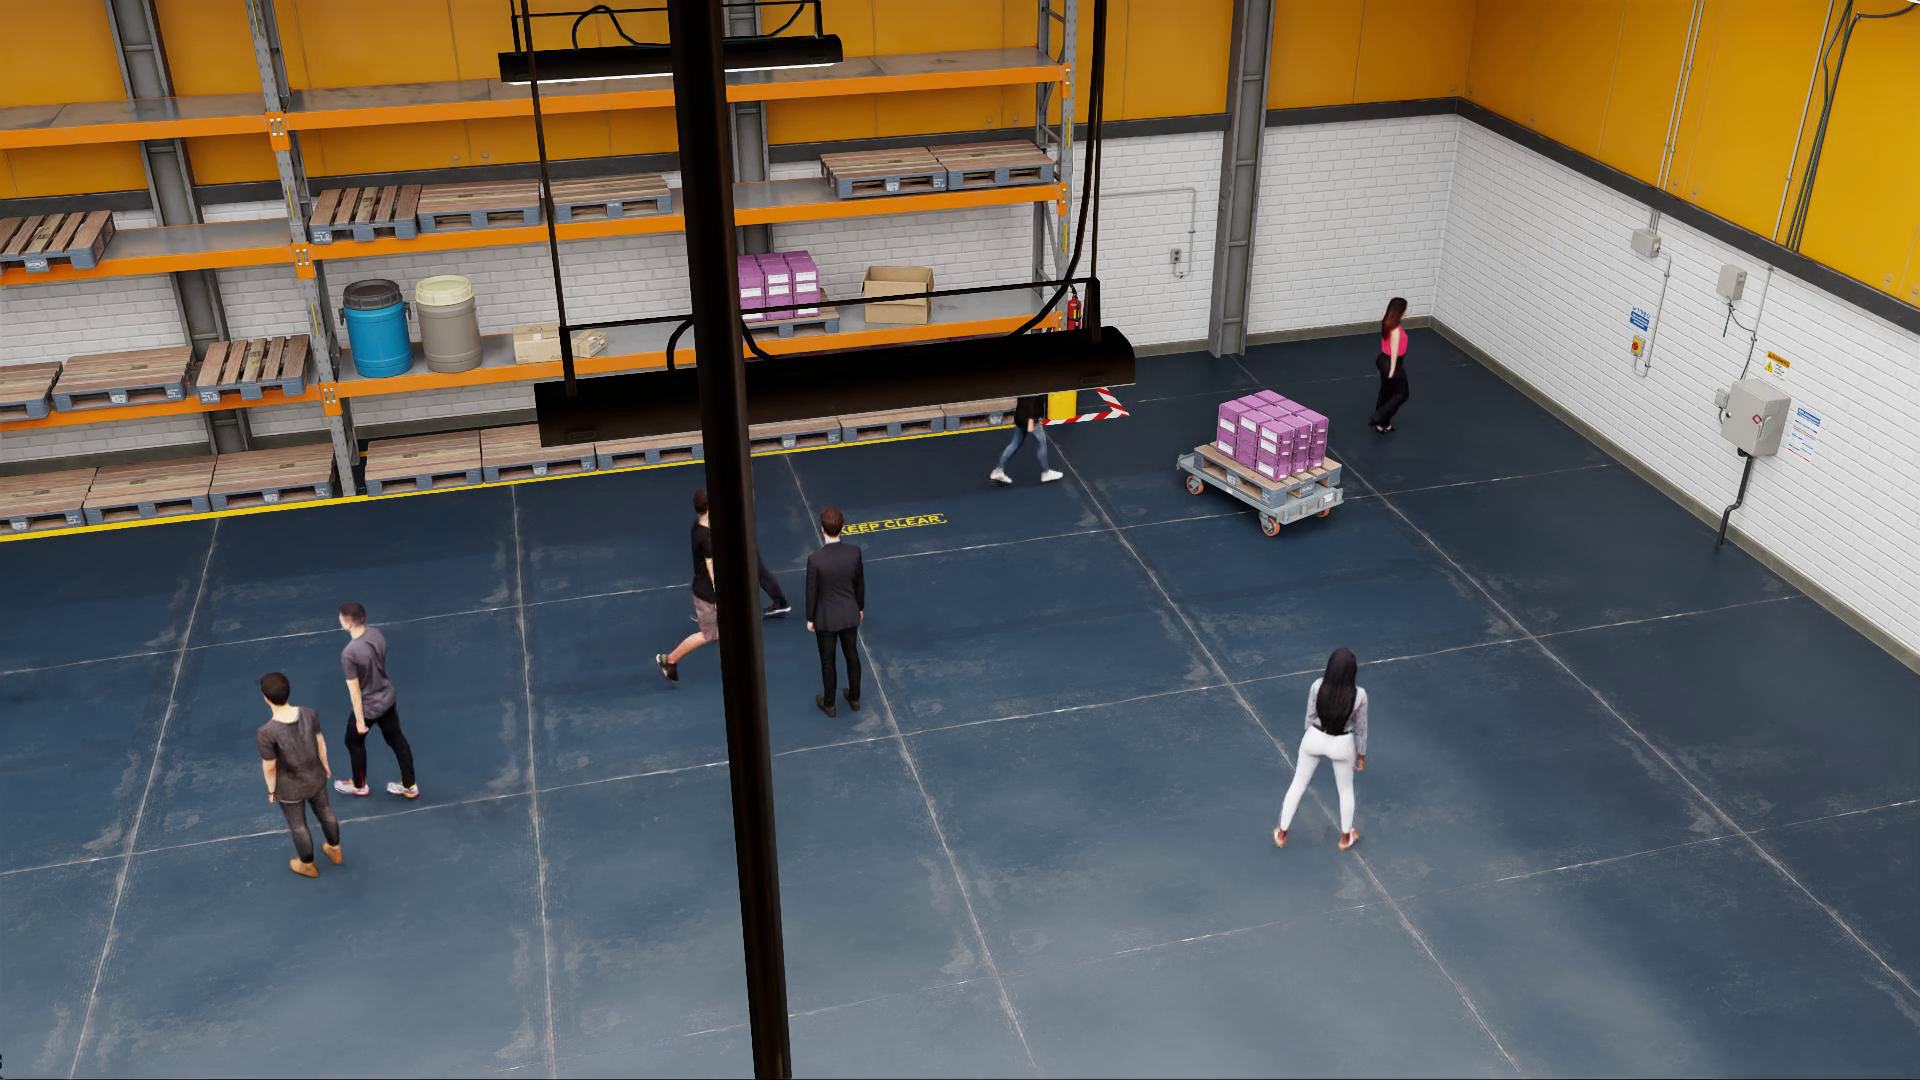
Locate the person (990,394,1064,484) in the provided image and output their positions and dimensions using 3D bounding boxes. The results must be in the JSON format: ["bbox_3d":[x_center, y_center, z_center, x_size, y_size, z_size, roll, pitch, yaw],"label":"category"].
[{"bbox_3d":[0.653,-1.312,17.708,1.048,1.616,0.624,-9,30,-16],"label":"person"}]

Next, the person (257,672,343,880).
[{"bbox_3d":[-4.790,1.710,12.064,0.782,1.716,0.687,23,36,36],"label":"person"}]

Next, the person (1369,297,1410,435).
[{"bbox_3d":[4.822,-1.957,18.854,0.672,1.650,0.635,-3,29,-5],"label":"person"}]

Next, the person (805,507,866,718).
[{"bbox_3d":[-1.031,0.615,13.894,0.639,1.885,0.798,-15,32,-26],"label":"person"}]

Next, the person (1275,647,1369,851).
[{"bbox_3d":[2.775,1.555,12.350,0.850,1.713,0.956,10,30,18],"label":"person"}]

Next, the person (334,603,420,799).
[{"bbox_3d":[-4.445,1.283,12.816,1.027,1.745,0.922,8,30,14],"label":"person"}]

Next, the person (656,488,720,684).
[{"bbox_3d":[-2.236,0.442,14.269,1.122,1.829,0.704,-5,29,-9],"label":"person"}]
